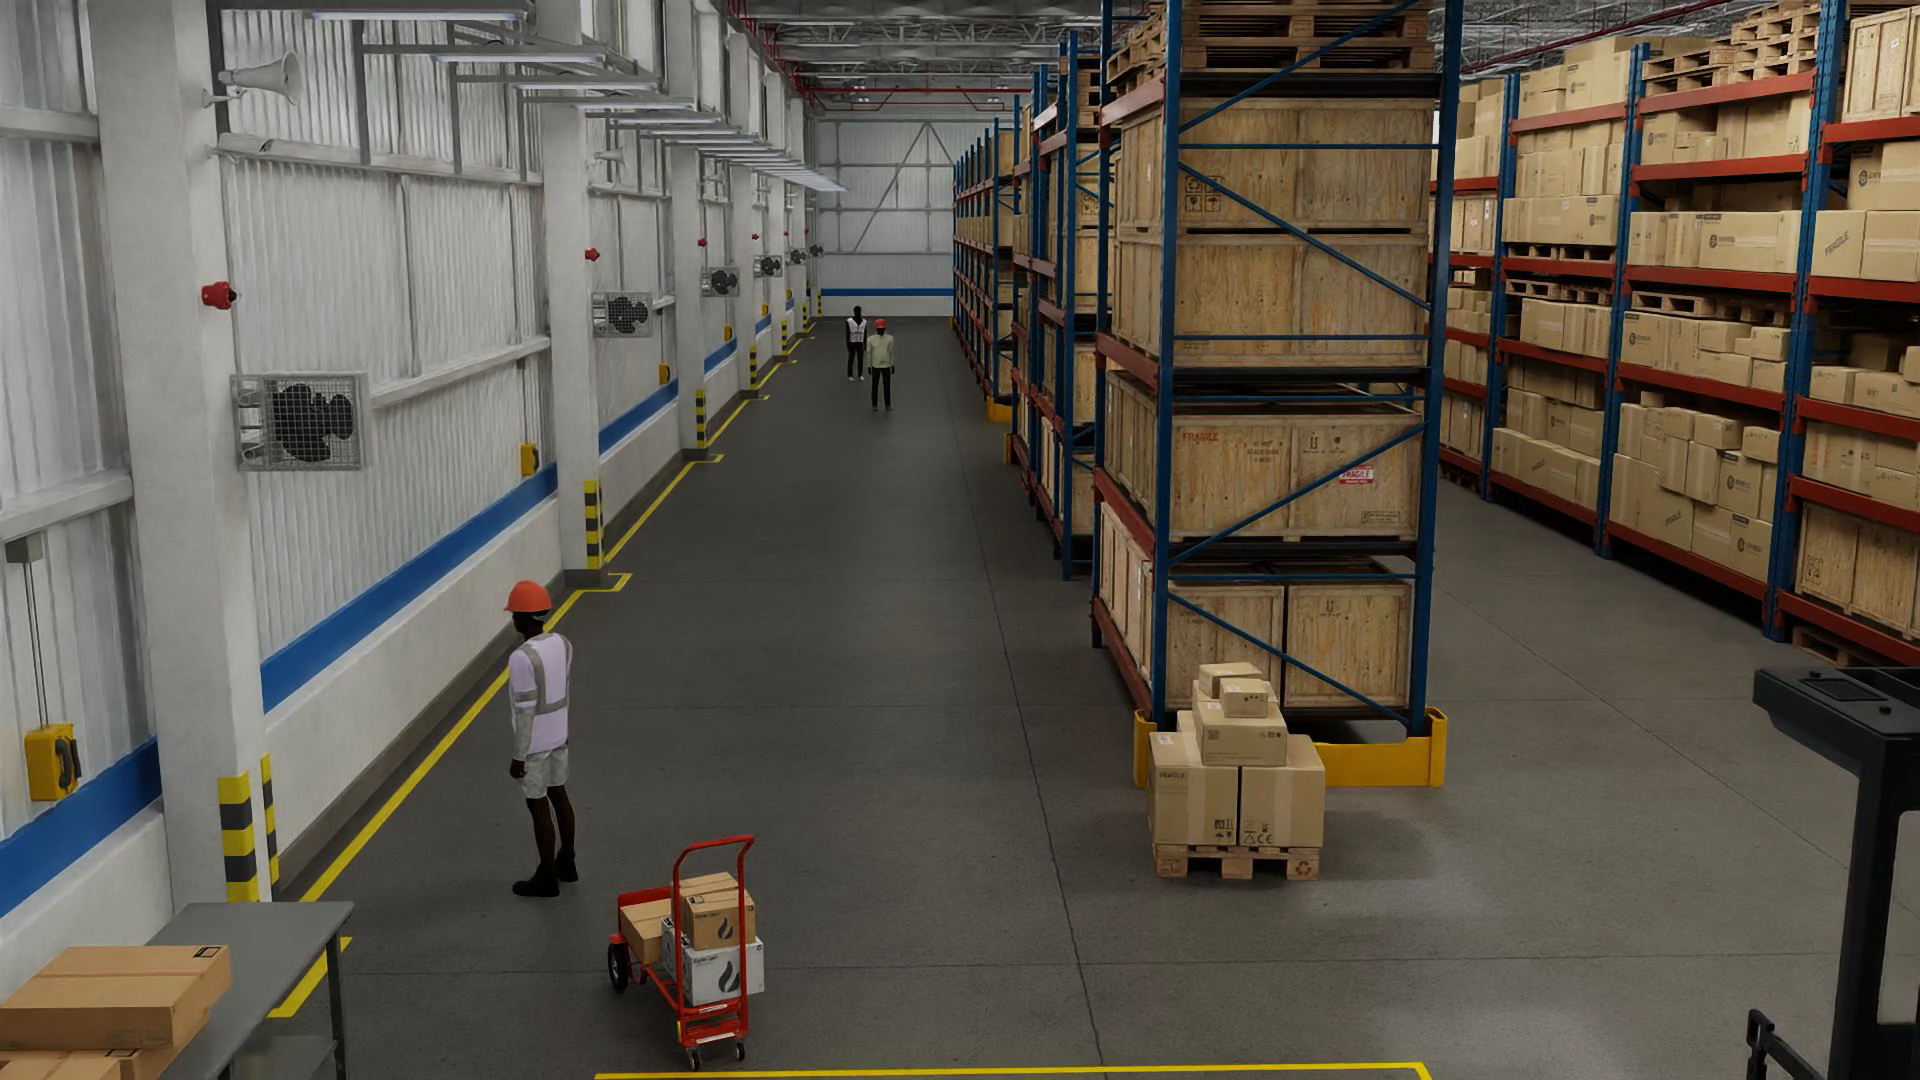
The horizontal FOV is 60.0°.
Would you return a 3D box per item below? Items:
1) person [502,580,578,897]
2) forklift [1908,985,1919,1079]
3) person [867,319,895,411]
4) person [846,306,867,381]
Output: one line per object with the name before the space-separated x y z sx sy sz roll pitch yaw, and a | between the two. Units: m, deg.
person | -2.568 1.197 10.079 0.371 1.935 0.551 3 11 17
forklift | 3.157 1.766 4.660 1.129 2.768 1.873 0 11 -2
person | -1.690 -3.751 35.703 0.618 1.986 0.407 -3 11 -15
person | -2.649 -5.032 42.573 0.596 1.910 0.383 -6 12 -29
